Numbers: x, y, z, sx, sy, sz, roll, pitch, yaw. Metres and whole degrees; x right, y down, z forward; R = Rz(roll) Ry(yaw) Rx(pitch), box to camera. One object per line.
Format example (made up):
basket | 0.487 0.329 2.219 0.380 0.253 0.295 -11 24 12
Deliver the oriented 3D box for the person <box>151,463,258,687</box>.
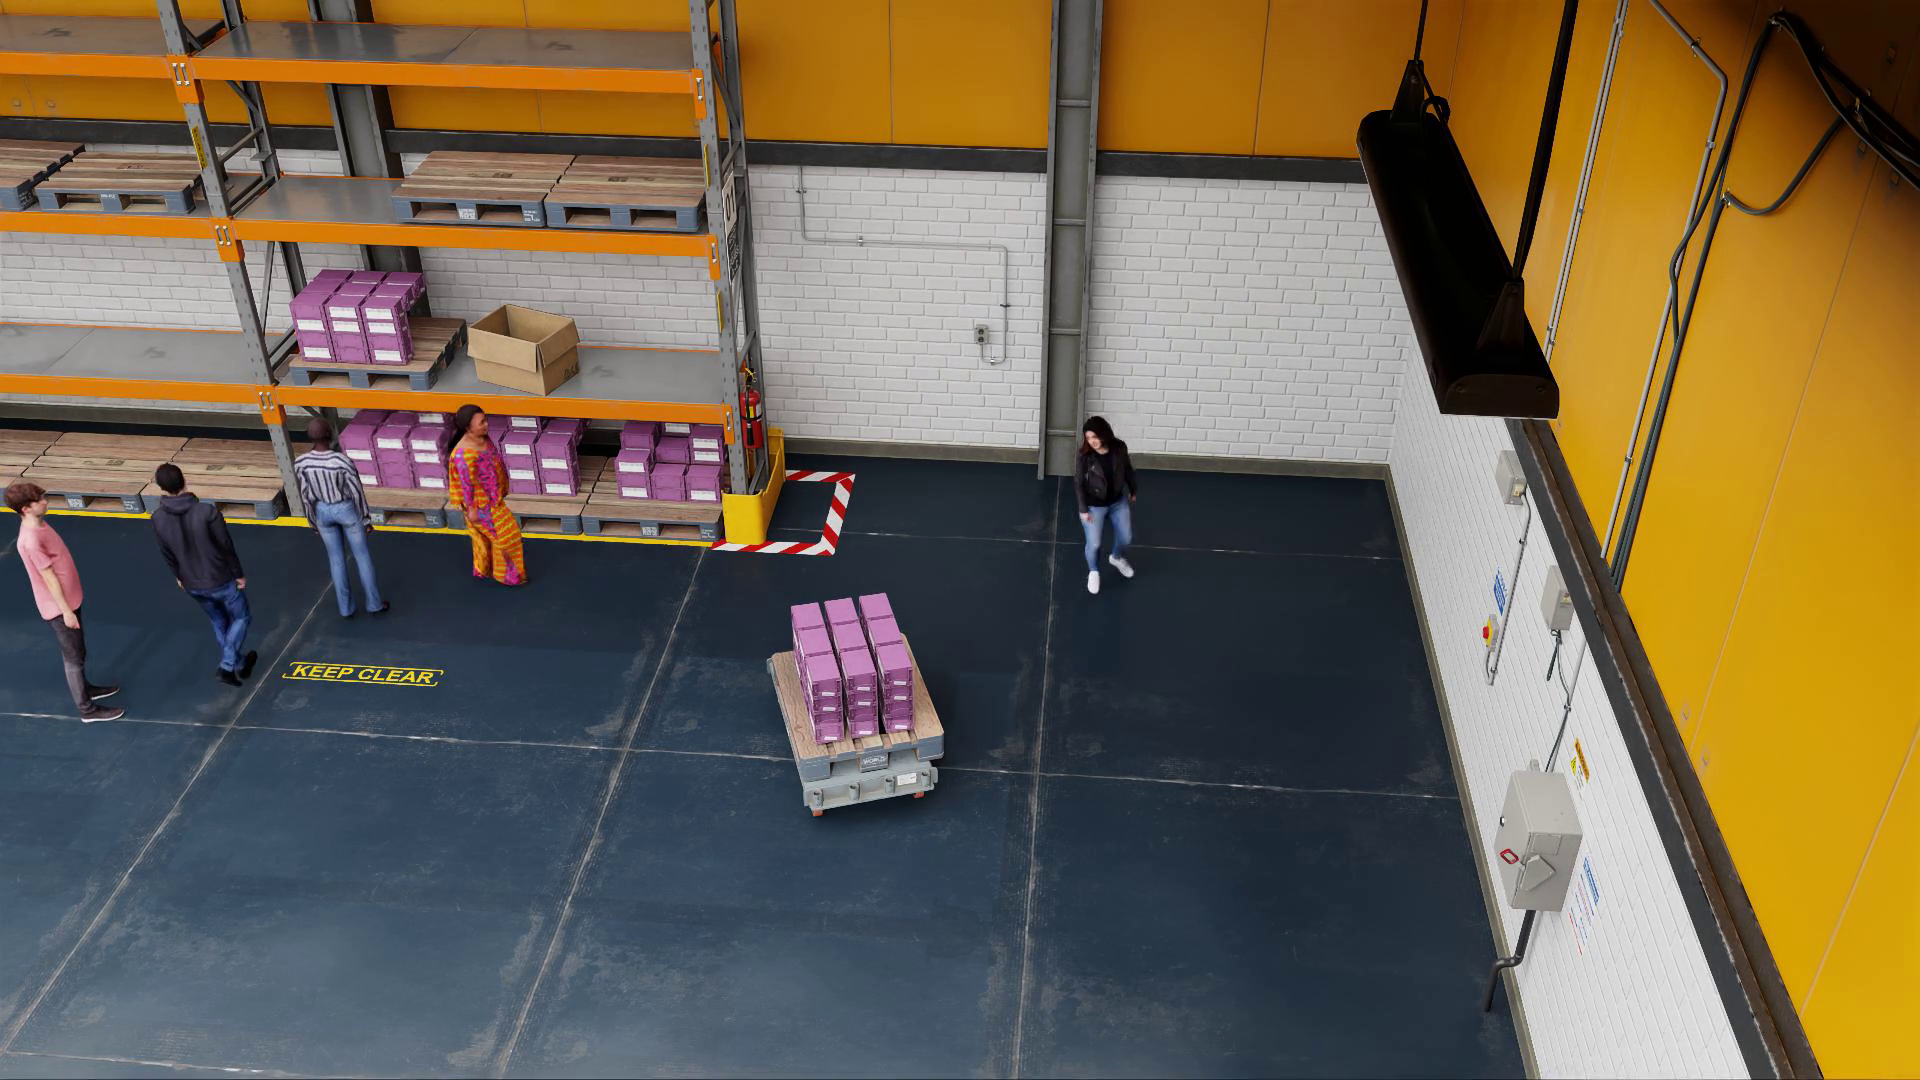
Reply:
person | -5.559 0.338 12.235 0.787 1.865 0.795 1 34 1

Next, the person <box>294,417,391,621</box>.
person | -4.858 -0.152 13.035 0.524 1.794 0.720 -1 34 -2

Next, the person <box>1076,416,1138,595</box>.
person | 1.163 -0.289 13.399 0.723 1.620 0.882 -18 38 -25

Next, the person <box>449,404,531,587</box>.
person | -3.920 -0.364 13.477 0.739 1.660 0.674 1 34 1

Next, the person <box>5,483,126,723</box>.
person | -6.507 0.439 12.000 0.726 1.957 0.713 -17 37 -24
